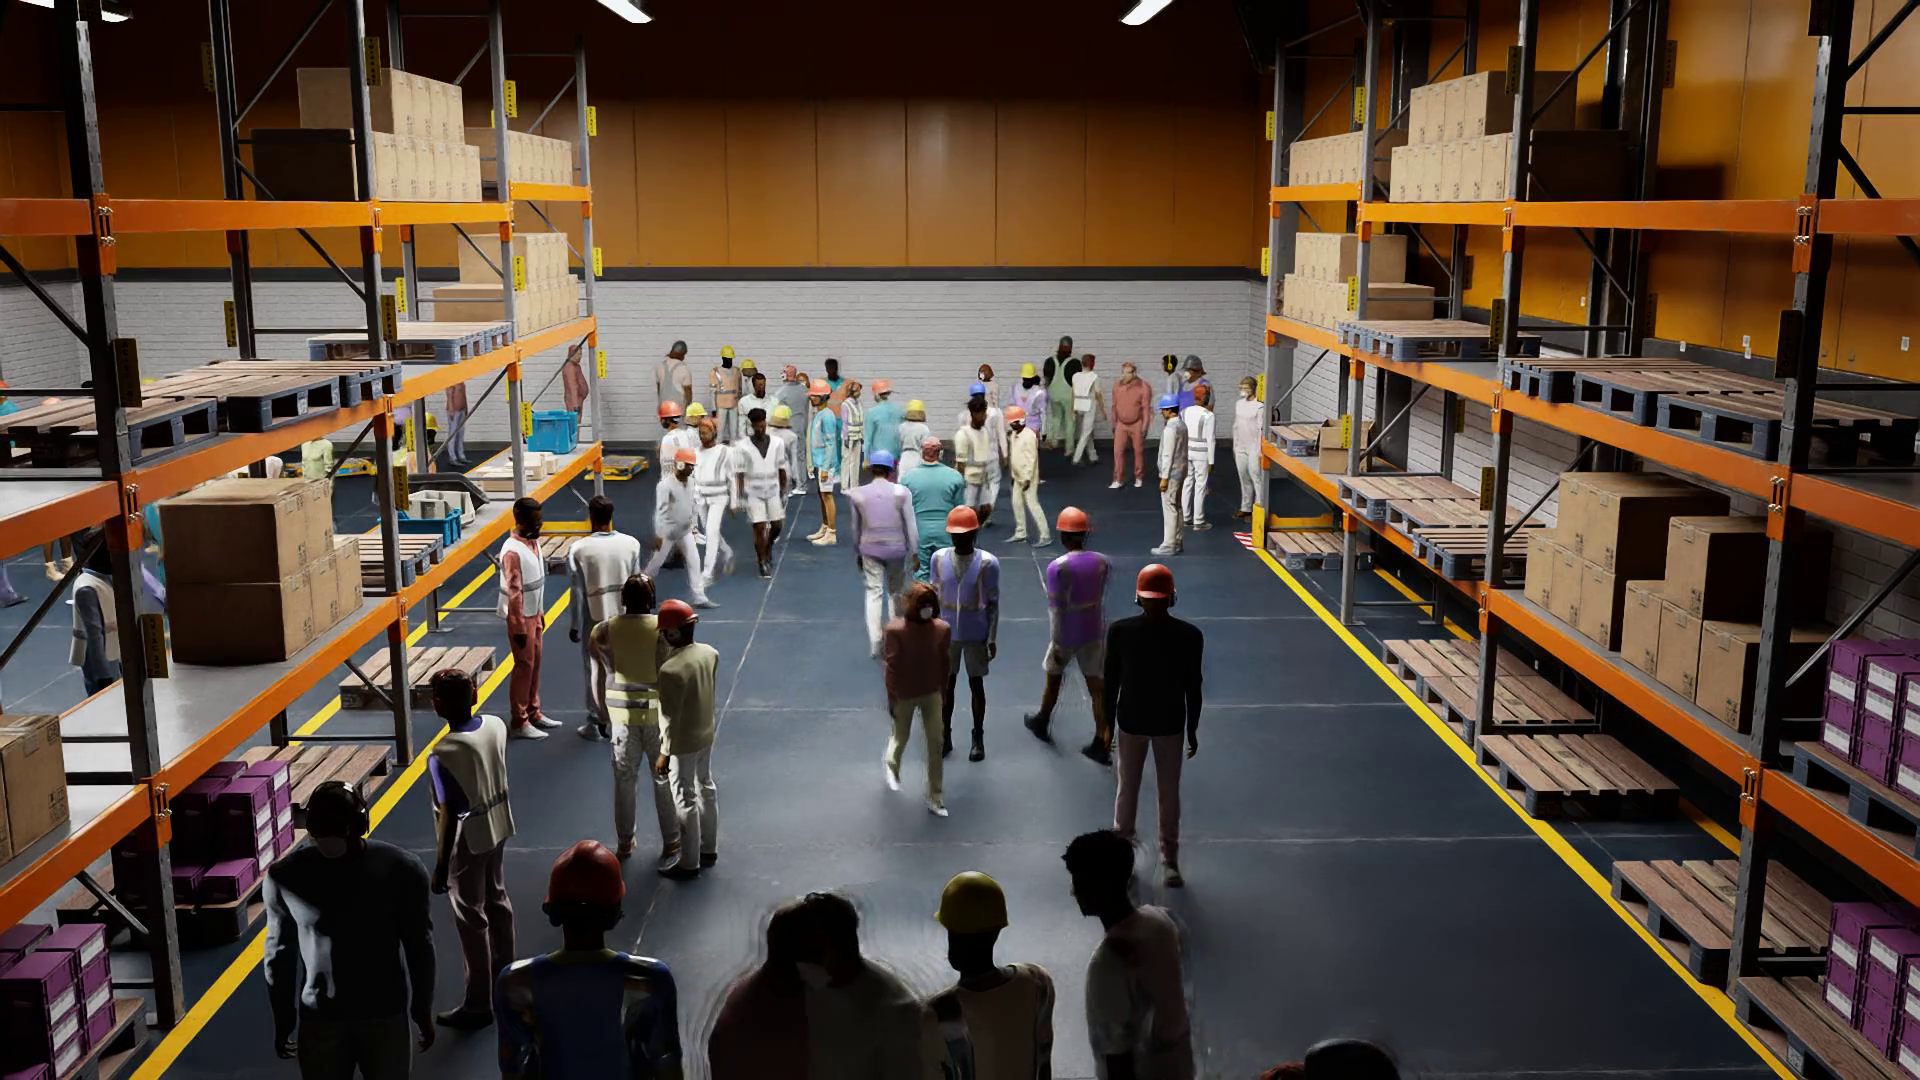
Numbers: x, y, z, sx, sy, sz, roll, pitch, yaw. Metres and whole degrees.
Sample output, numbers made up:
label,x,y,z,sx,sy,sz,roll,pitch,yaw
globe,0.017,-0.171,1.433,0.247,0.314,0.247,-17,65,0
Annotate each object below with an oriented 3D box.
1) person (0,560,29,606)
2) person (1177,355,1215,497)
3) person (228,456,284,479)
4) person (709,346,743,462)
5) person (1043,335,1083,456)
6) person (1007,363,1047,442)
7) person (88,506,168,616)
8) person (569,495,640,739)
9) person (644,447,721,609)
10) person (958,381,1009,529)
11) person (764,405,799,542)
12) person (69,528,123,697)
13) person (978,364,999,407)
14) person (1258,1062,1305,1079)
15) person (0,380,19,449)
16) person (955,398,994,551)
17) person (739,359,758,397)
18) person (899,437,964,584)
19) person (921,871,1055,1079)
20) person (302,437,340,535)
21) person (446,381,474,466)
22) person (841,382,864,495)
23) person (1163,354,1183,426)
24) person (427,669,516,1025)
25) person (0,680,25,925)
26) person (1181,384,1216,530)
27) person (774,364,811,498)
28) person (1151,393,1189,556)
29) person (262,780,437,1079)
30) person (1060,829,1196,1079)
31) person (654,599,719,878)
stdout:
label,x,y,z,sx,sy,sz,roll,pitch,yaw
person,-9.905,-0.087,16.884,0.525,1.724,0.910,4,12,21
person,3.310,-1.644,23.877,0.535,2.000,0.685,-5,13,-26
person,-7.284,-0.231,17.311,0.565,1.836,0.390,-10,15,-40
person,-3.758,-2.185,26.905,0.592,1.918,0.400,-8,14,-36
person,1.759,-2.411,27.719,0.704,2.000,0.540,5,12,25
person,0.978,-1.651,24.273,0.619,1.896,0.586,4,12,20
person,-8.357,-0.139,16.662,1.004,1.930,0.624,2,11,8
person,-2.755,0.602,12.961,0.593,1.909,0.404,-9,15,-39
person,-2.947,-0.113,17.075,0.841,1.707,0.595,6,13,29
person,0.294,-1.065,21.309,0.673,1.906,0.618,3,12,13
person,-2.239,-0.802,20.468,0.521,1.705,0.474,-1,11,-6
person,-5.998,0.862,11.633,0.391,1.914,0.587,-4,12,-20
person,0.406,-2.013,26.750,0.498,1.633,0.281,9,14,37
person,0.869,2.299,4.496,0.574,1.887,0.356,8,14,35
person,-13.259,-1.349,23.115,0.563,1.752,0.341,8,14,35
person,0.177,-0.713,19.488,0.491,1.930,0.618,10,15,41
person,-3.349,-2.022,26.538,0.321,1.738,0.484,-1,11,-4
person,-0.271,-0.057,16.256,0.641,1.910,0.401,0,11,-1
person,0.053,2.050,5.641,0.594,1.924,0.382,-9,15,-39
person,-7.495,-0.615,19.429,0.526,1.760,0.334,7,13,30
person,-8.063,-2.074,26.743,0.336,1.765,0.529,3,12,13
person,-1.553,-1.464,24.015,0.313,1.633,0.520,6,13,28
person,3.334,-1.975,26.016,0.348,1.858,0.530,6,13,30
person,-2.457,1.545,8.393,0.391,1.838,0.563,3,12,16
person,-5.567,1.279,9.219,0.537,2.000,0.683,7,13,32
person,3.061,-1.064,21.396,0.351,1.878,0.568,-9,14,-37
person,-2.431,-1.555,23.766,0.410,1.909,0.643,9,14,38
person,2.524,-0.786,19.850,0.419,1.934,0.620,5,12,22
person,-2.383,1.864,6.541,0.638,1.938,0.356,-2,11,-9
person,0.647,1.980,6.094,1.070,1.887,0.698,7,13,30
person,-1.706,1.217,10.272,0.337,1.742,0.561,4,12,21
